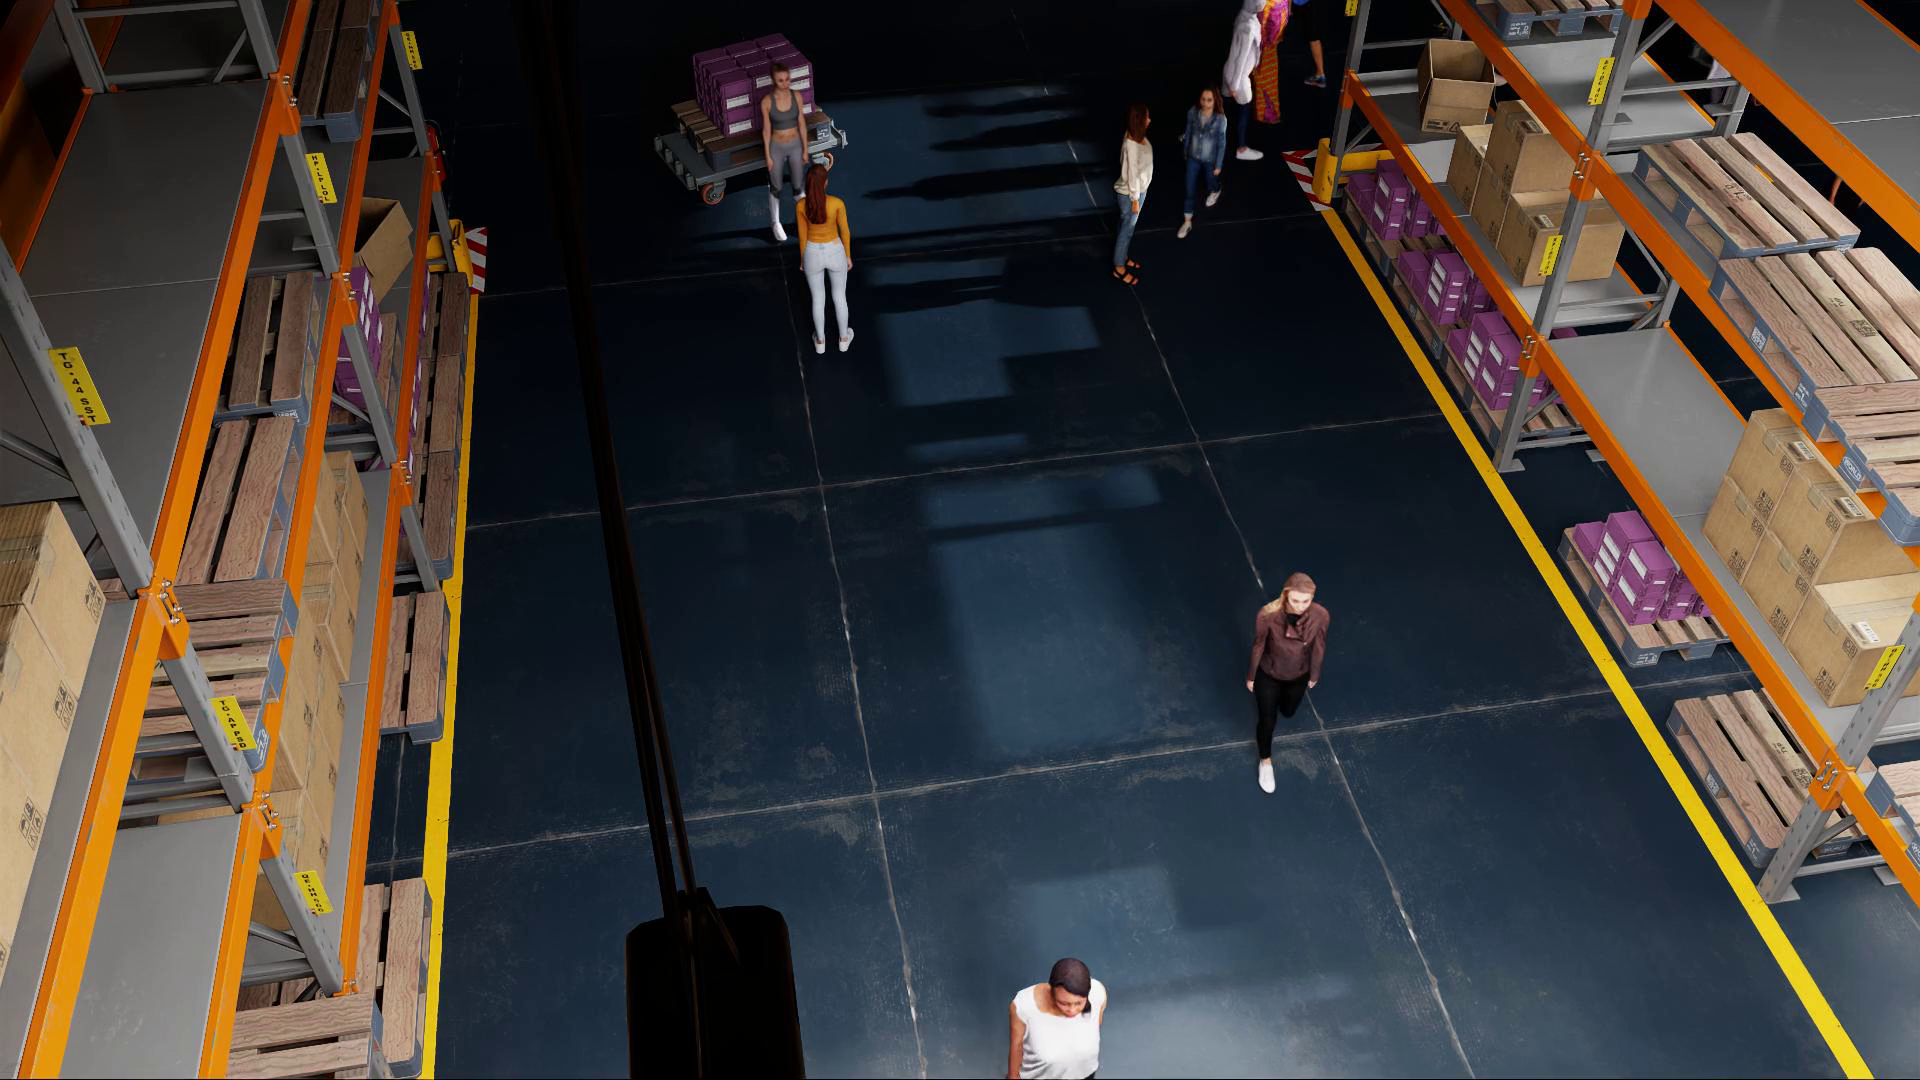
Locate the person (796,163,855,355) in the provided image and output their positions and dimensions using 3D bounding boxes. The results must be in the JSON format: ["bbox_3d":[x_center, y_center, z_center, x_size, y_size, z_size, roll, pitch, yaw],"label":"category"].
[{"bbox_3d":[-1.092,-2.272,13.452,0.618,1.751,0.600,-1,44,-1],"label":"person"}]

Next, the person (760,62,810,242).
[{"bbox_3d":[-1.555,-3.449,14.725,0.600,1.699,0.586,-17,46,-17],"label":"person"}]

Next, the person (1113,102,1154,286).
[{"bbox_3d":[1.461,-2.993,14.259,0.733,1.681,0.574,5,44,5],"label":"person"}]

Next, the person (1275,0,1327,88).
[{"bbox_3d":[3.489,-5.406,16.687,0.942,1.825,1.265,-24,49,-23],"label":"person"}]

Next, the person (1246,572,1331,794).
[{"bbox_3d":[1.989,0.776,10.299,0.715,1.687,1.015,0,44,0],"label":"person"}]

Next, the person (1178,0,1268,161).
[{"bbox_3d":[2.523,-4.362,15.647,0.830,1.749,1.047,-1,44,-1],"label":"person"}]

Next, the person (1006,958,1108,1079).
[{"bbox_3d":[0.469,2.588,8.414,0.664,1.663,1.018,-7,44,-7],"label":"person"}]

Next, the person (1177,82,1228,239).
[{"bbox_3d":[2.217,-3.462,14.920,0.909,1.449,1.031,21,47,20],"label":"person"}]

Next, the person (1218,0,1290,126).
[{"bbox_3d":[2.933,-4.976,16.361,1.139,1.654,1.130,15,46,15],"label":"person"}]
